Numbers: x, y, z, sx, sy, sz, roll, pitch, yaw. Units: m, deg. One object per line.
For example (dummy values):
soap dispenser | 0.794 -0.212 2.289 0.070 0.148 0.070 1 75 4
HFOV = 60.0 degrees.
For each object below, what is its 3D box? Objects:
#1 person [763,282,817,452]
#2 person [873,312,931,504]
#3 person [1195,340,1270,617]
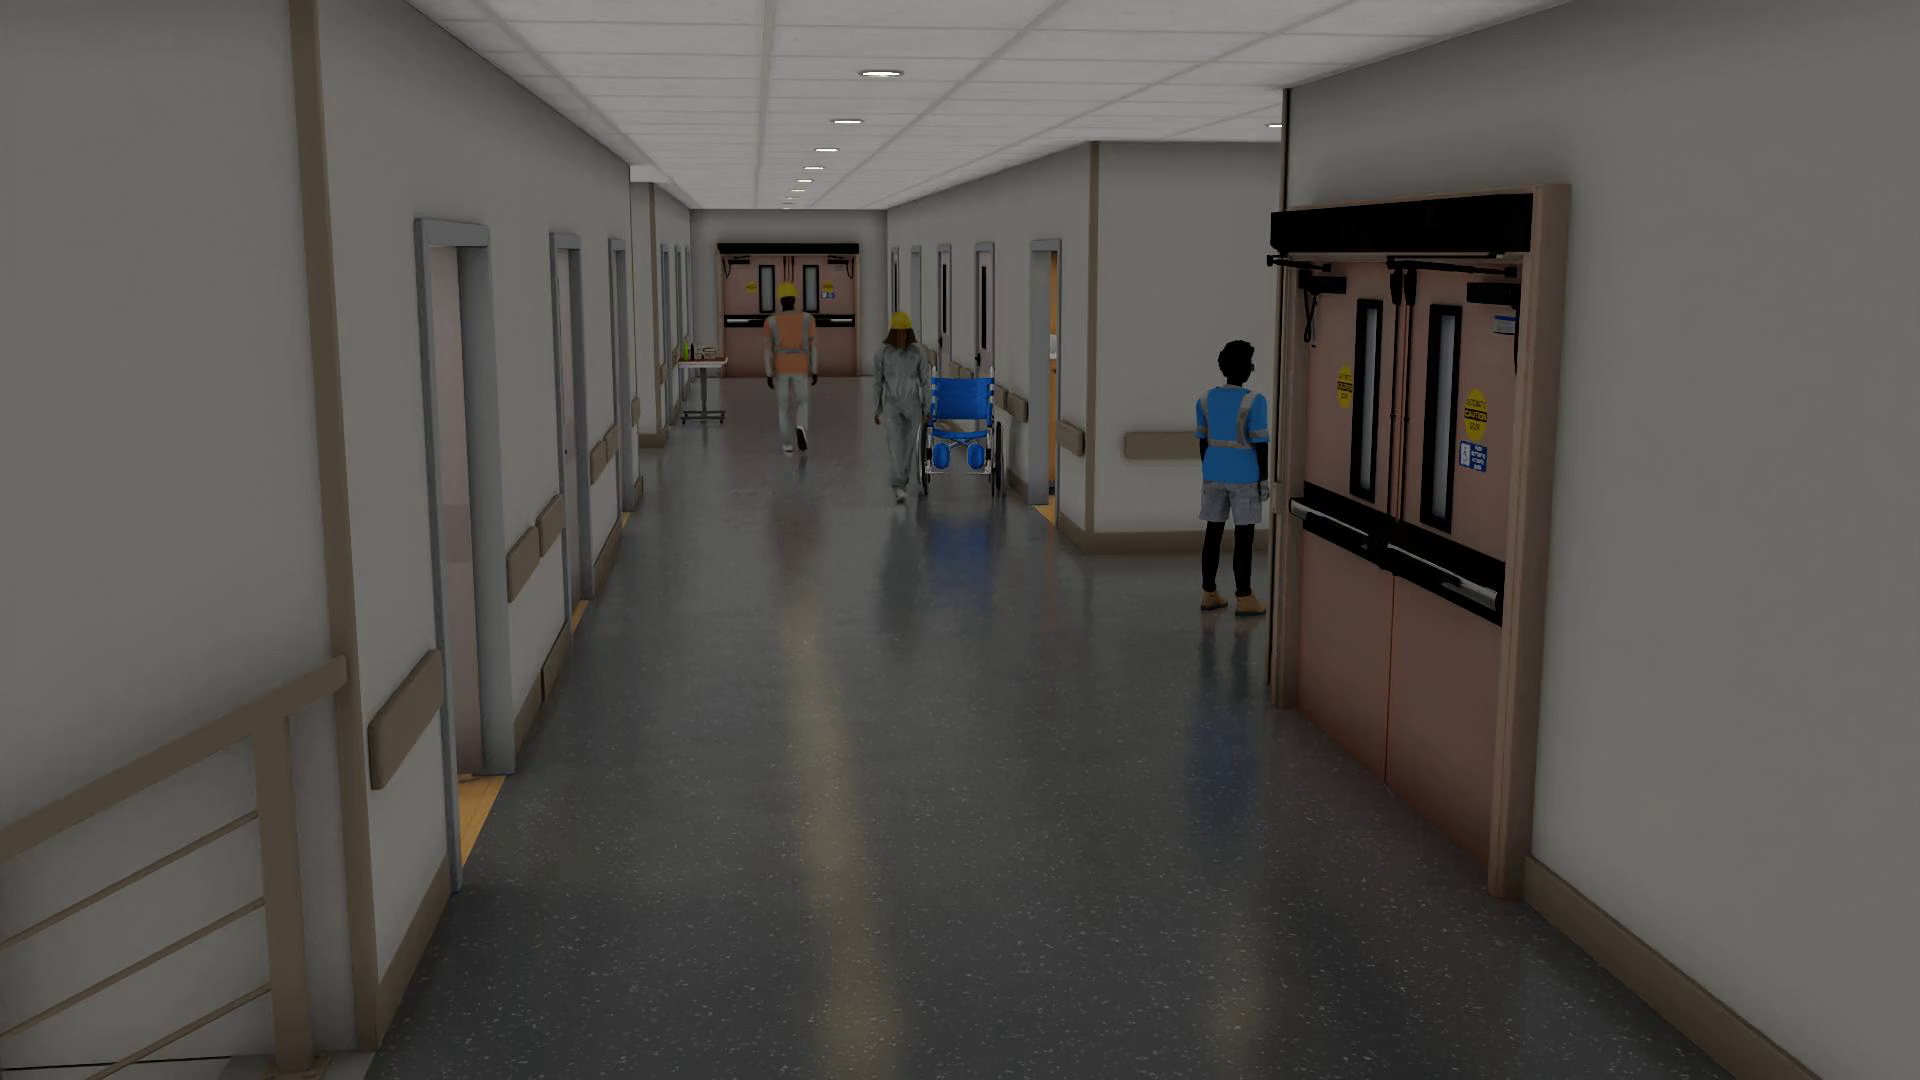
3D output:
person | -1.888 -1.915 18.548 0.600 1.914 0.616 -1 10 -8
person | -0.507 -1.179 14.877 0.505 1.687 0.889 -2 10 -10
person | 1.684 -0.378 10.236 0.318 1.697 0.535 -9 14 -44
